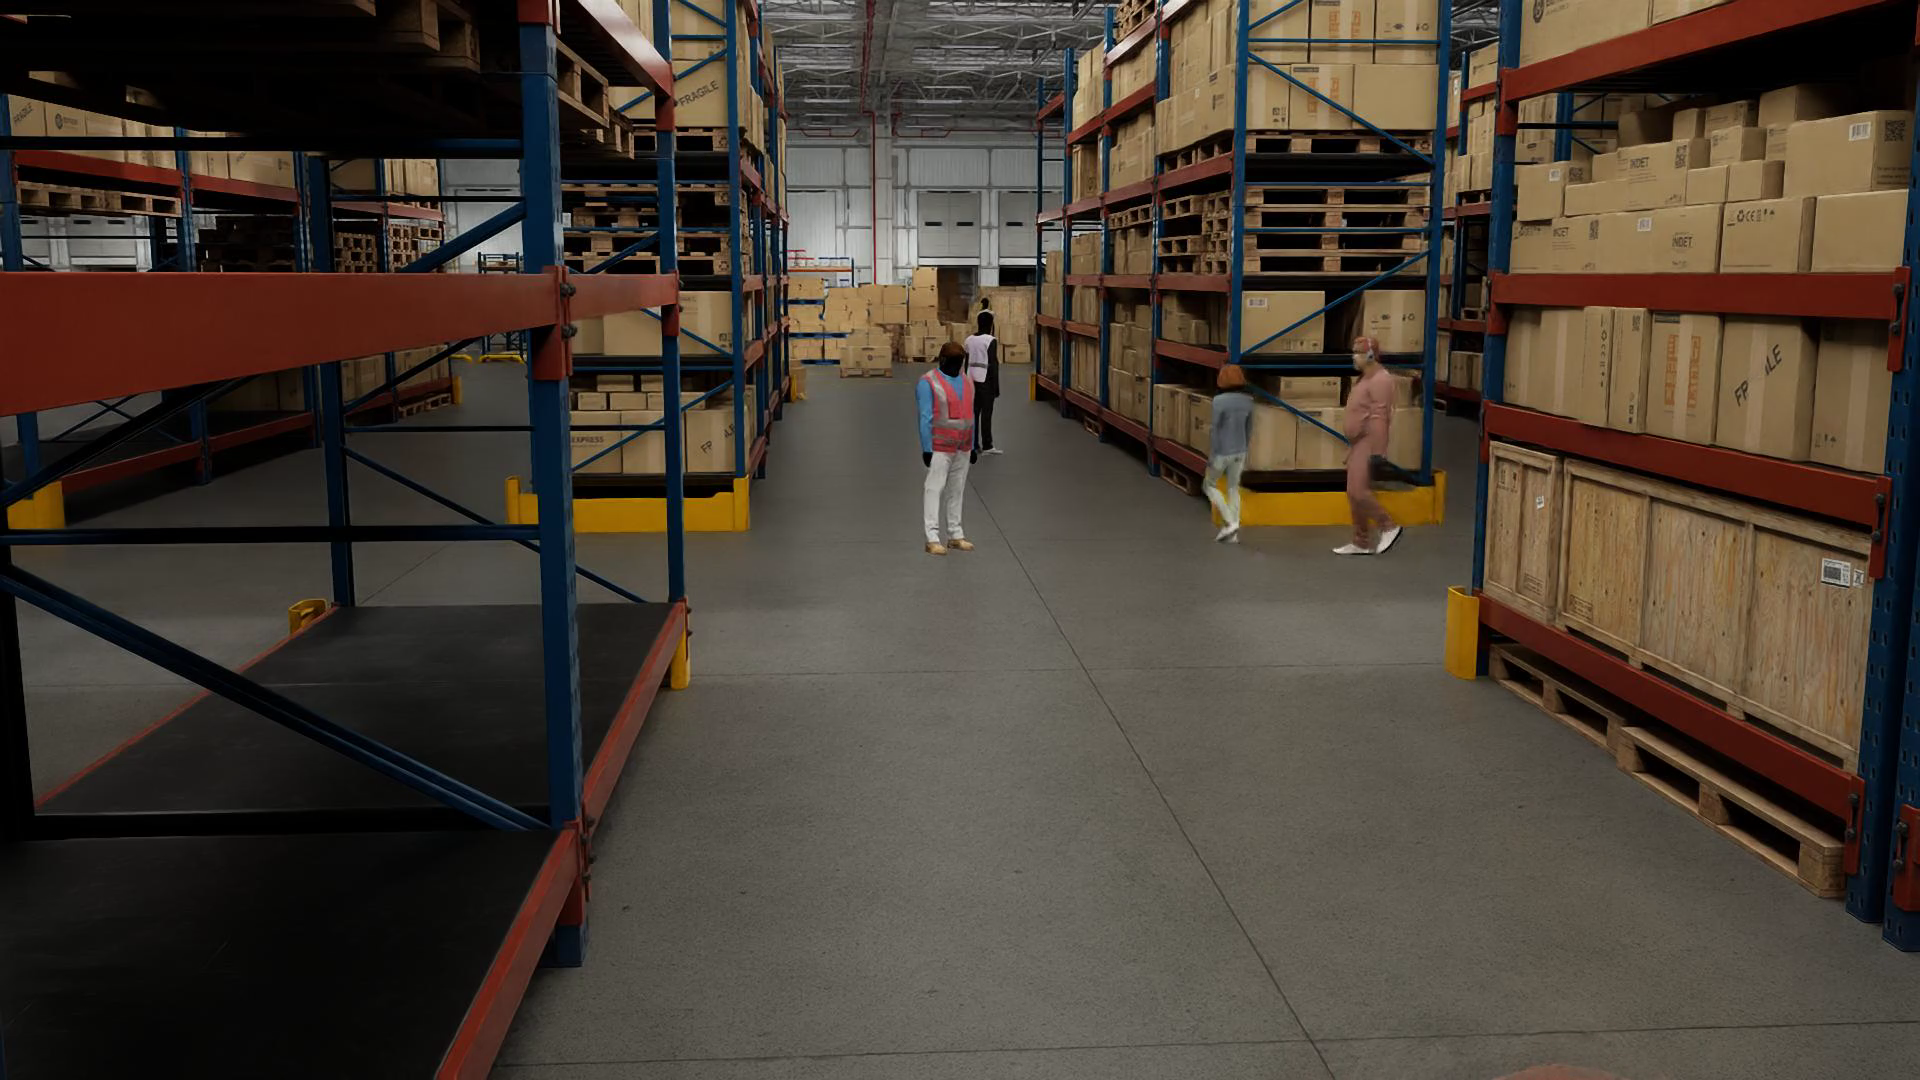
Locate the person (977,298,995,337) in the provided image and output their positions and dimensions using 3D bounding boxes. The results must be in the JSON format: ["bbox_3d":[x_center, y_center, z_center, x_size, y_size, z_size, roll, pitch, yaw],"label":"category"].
[{"bbox_3d":[0.603,-4.862,39.845,0.516,1.865,0.329,-6,11,-35],"label":"person"}]

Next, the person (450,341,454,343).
[{"bbox_3d":[-18.188,-7.904,59.070,0.491,1.819,0.652,4,10,23],"label":"person"}]

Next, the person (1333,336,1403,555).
[{"bbox_3d":[3.460,-0.785,14.157,0.469,1.887,0.663,0,9,-3],"label":"person"}]

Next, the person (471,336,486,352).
[{"bbox_3d":[-15.001,-6.779,51.816,0.689,1.885,0.584,5,10,30],"label":"person"}]

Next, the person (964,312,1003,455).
[{"bbox_3d":[0.293,-2.098,22.334,0.392,1.914,0.587,-8,12,-41],"label":"person"}]

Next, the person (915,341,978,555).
[{"bbox_3d":[-0.091,-0.796,14.405,0.619,1.837,0.430,-8,12,-41],"label":"person"}]

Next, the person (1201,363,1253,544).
[{"bbox_3d":[2.384,-0.769,14.883,0.536,1.619,0.338,-7,11,-35],"label":"person"}]
